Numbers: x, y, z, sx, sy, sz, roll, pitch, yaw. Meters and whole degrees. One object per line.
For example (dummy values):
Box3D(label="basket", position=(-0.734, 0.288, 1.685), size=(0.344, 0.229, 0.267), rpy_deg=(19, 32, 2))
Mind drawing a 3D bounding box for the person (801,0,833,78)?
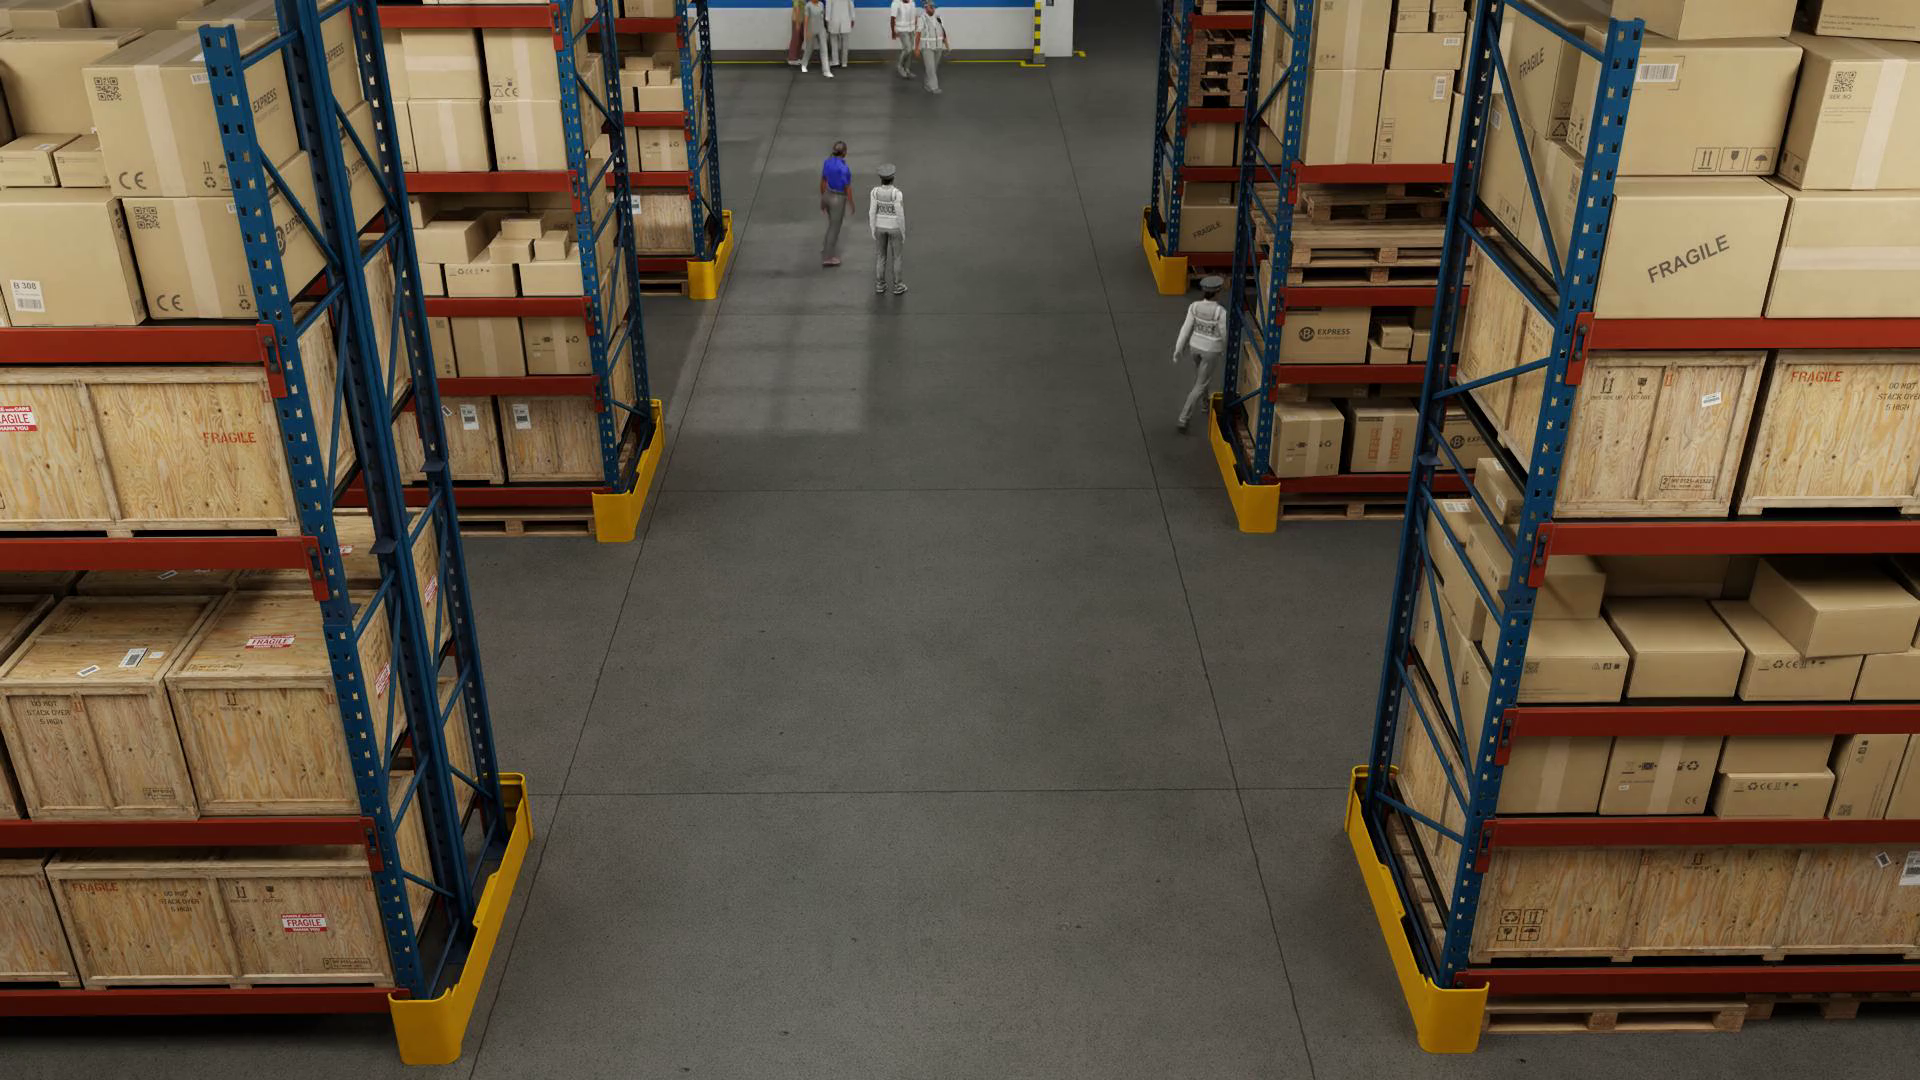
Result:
Box3D(label="person", position=(-2.839, -9.940, 32.490), size=(0.464, 1.656, 0.916), rpy_deg=(-15, 32, -26))

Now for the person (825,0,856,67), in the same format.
Box3D(label="person", position=(-2.382, -10.367, 33.174), size=(0.613, 1.803, 0.480), rpy_deg=(-2, 28, -3))

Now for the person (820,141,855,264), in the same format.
Box3D(label="person", position=(-1.709, -4.535, 22.461), size=(0.485, 1.686, 0.463), rpy_deg=(-22, 35, -35))

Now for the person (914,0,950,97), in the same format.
Box3D(label="person", position=(-0.474, -9.174, 30.960), size=(0.576, 1.739, 0.948), rpy_deg=(-17, 33, -29))

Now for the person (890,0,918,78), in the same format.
Box3D(label="person", position=(-1.013, -9.842, 32.168), size=(0.583, 1.762, 0.450), rpy_deg=(-25, 37, -39))

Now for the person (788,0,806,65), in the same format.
Box3D(label="person", position=(-3.273, -10.368, 33.292), size=(0.420, 1.693, 0.522), rpy_deg=(-4, 29, -7))

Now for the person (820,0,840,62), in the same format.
Box3D(label="person", position=(-2.572, -10.442, 33.442), size=(0.503, 1.635, 0.536), rpy_deg=(14, 31, 25))

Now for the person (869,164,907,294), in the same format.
Box3D(label="person", position=(-0.919, -4.012, 21.454), size=(0.473, 1.684, 0.355), rpy_deg=(8, 29, 14))

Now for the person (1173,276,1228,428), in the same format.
Box3D(label="person", position=(2.627, -2.045, 17.835), size=(0.534, 1.624, 0.916), rpy_deg=(23, 36, 36))
